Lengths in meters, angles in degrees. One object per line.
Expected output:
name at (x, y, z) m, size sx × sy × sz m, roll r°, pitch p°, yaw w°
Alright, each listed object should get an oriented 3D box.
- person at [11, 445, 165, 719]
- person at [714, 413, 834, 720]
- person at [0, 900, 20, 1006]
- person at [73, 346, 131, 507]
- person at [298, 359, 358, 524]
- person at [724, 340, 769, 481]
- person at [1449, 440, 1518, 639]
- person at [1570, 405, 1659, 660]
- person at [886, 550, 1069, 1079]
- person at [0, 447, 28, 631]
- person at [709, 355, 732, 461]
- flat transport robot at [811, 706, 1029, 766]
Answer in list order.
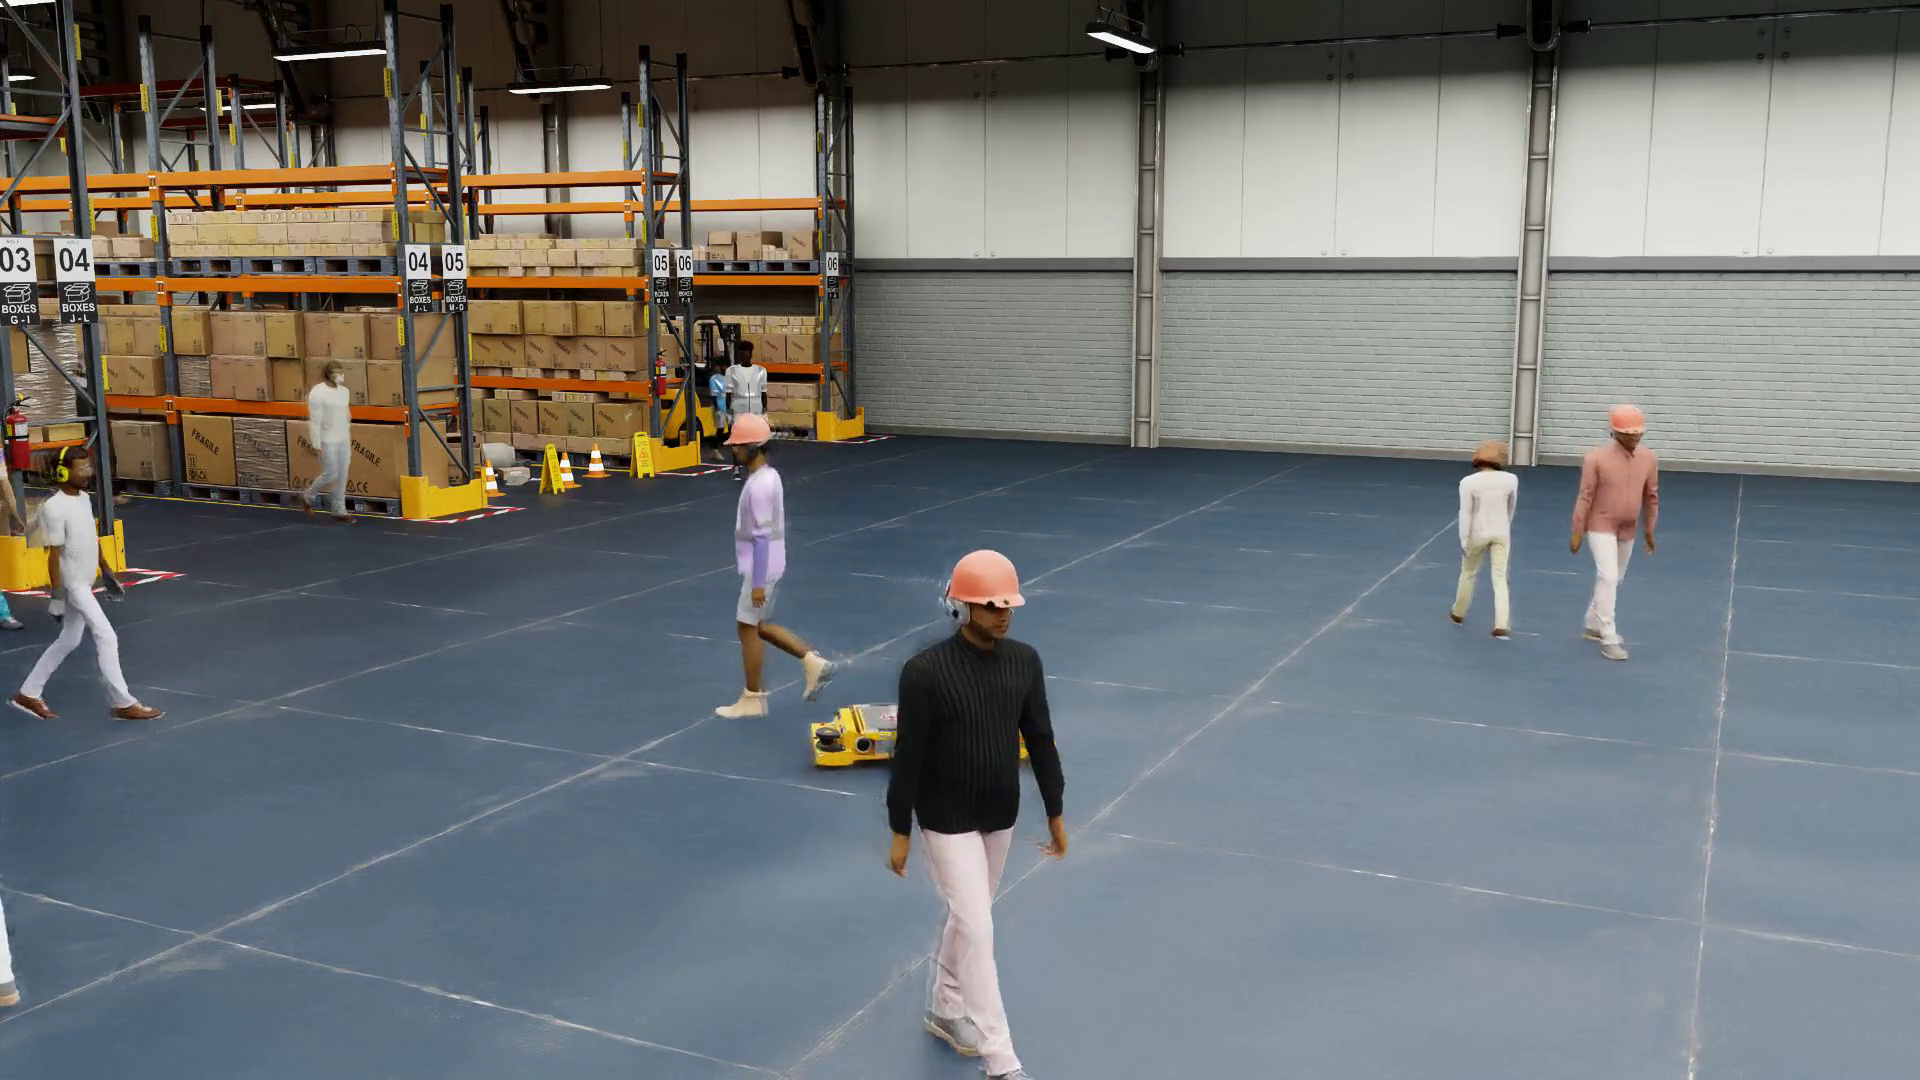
person at (-5.762, 0.284, 10.811) m, size 0.942 × 1.835 × 0.513 m, roll -2°, pitch 9°, yaw -11°
person at (-1.242, 0.182, 10.871) m, size 0.693 × 2.027 × 0.610 m, roll -1°, pitch 9°, yaw -4°
person at (-4.238, 0.966, 6.608) m, size 0.966 × 1.833 × 0.601 m, roll 2°, pitch 10°, yaw 13°
person at (-10.688, -1.397, 20.475) m, size 0.872 × 2.000 × 0.702 m, roll 4°, pitch 10°, yaw 21°
person at (-7.315, -1.131, 19.223) m, size 0.585 × 1.920 × 0.631 m, roll 2°, pitch 10°, yaw 14°
person at (-2.969, -1.800, 23.177) m, size 0.613 × 1.962 × 0.361 m, roll -3°, pitch 10°, yaw -18°
person at (4.262, -0.021, 13.473) m, size 0.483 × 1.577 × 0.857 m, roll 0°, pitch 9°, yaw 2°
person at (5.009, -0.087, 12.821) m, size 0.638 × 1.943 × 0.777 m, roll -2°, pitch 10°, yaw -15°
person at (0.129, 1.014, 5.963) m, size 0.648 × 1.949 × 0.964 m, roll -7°, pitch 12°, yaw -37°
person at (-8.111, -0.168, 13.698) m, size 0.960 × 1.805 × 0.580 m, roll 3°, pitch 10°, yaw 20°
person at (-3.574, -1.996, 25.347) m, size 0.553 × 1.648 × 0.825 m, roll -7°, pitch 12°, yaw -36°
flat transport robot at (-0.179, 1.166, 10.176) m, size 1.431 × 0.197 × 0.652 m, roll -1°, pitch 9°, yaw -8°
